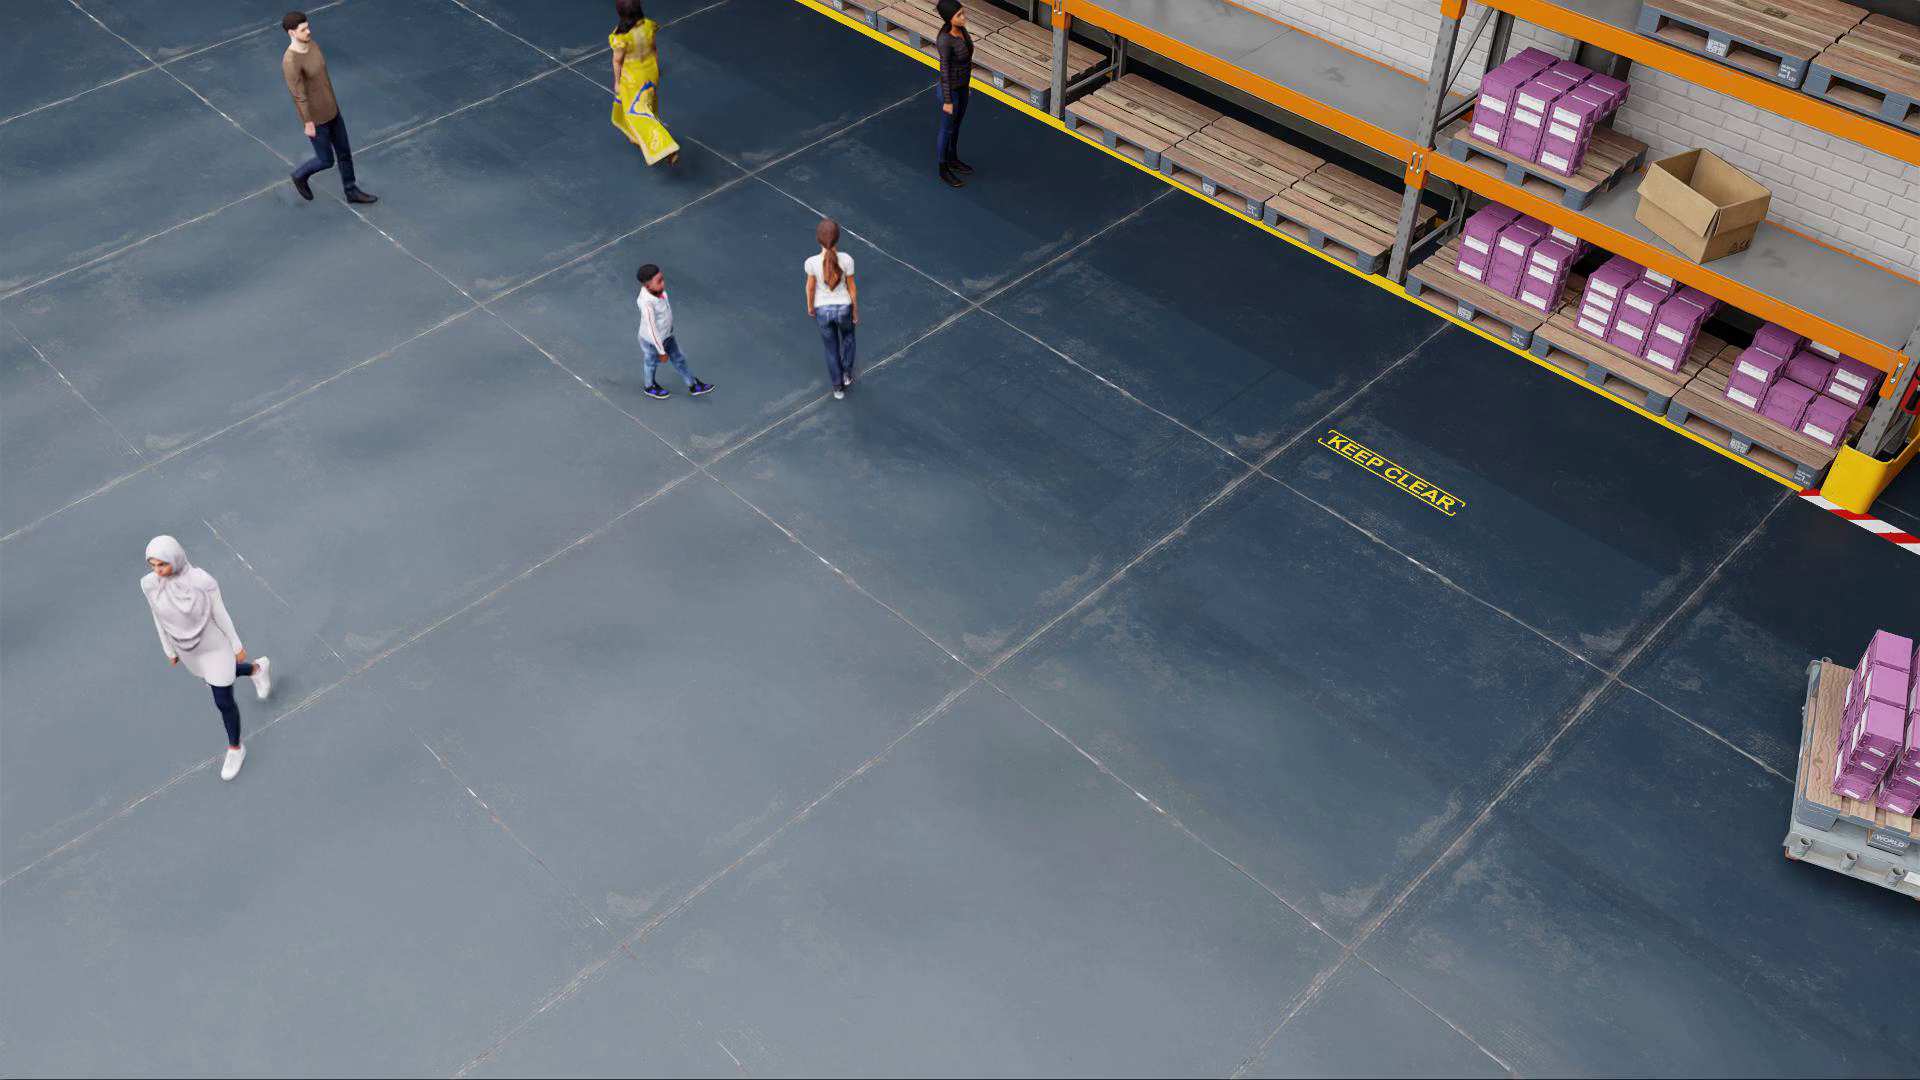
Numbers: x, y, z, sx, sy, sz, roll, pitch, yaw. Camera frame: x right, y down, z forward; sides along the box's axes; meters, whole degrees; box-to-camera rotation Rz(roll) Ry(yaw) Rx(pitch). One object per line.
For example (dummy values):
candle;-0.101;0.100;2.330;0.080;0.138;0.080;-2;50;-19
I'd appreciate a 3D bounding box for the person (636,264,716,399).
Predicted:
person;-2.399;-1.608;12.909;0.871;1.237;0.708;12;45;13

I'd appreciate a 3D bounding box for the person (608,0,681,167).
person;-2.912;-4.216;15.362;1.282;1.629;0.800;30;51;28

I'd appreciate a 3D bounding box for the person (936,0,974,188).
person;-0.068;-4.092;15.146;0.677;1.746;0.688;18;47;18

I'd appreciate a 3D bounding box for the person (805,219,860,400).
person;-0.969;-1.739;12.815;0.676;1.555;0.732;-3;44;-4

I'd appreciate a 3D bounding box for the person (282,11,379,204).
person;-5.747;-3.790;14.738;1.077;1.873;0.967;6;44;6

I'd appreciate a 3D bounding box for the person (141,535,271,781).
person;-4.597;0.607;10.214;1.097;1.746;1.102;4;44;4
